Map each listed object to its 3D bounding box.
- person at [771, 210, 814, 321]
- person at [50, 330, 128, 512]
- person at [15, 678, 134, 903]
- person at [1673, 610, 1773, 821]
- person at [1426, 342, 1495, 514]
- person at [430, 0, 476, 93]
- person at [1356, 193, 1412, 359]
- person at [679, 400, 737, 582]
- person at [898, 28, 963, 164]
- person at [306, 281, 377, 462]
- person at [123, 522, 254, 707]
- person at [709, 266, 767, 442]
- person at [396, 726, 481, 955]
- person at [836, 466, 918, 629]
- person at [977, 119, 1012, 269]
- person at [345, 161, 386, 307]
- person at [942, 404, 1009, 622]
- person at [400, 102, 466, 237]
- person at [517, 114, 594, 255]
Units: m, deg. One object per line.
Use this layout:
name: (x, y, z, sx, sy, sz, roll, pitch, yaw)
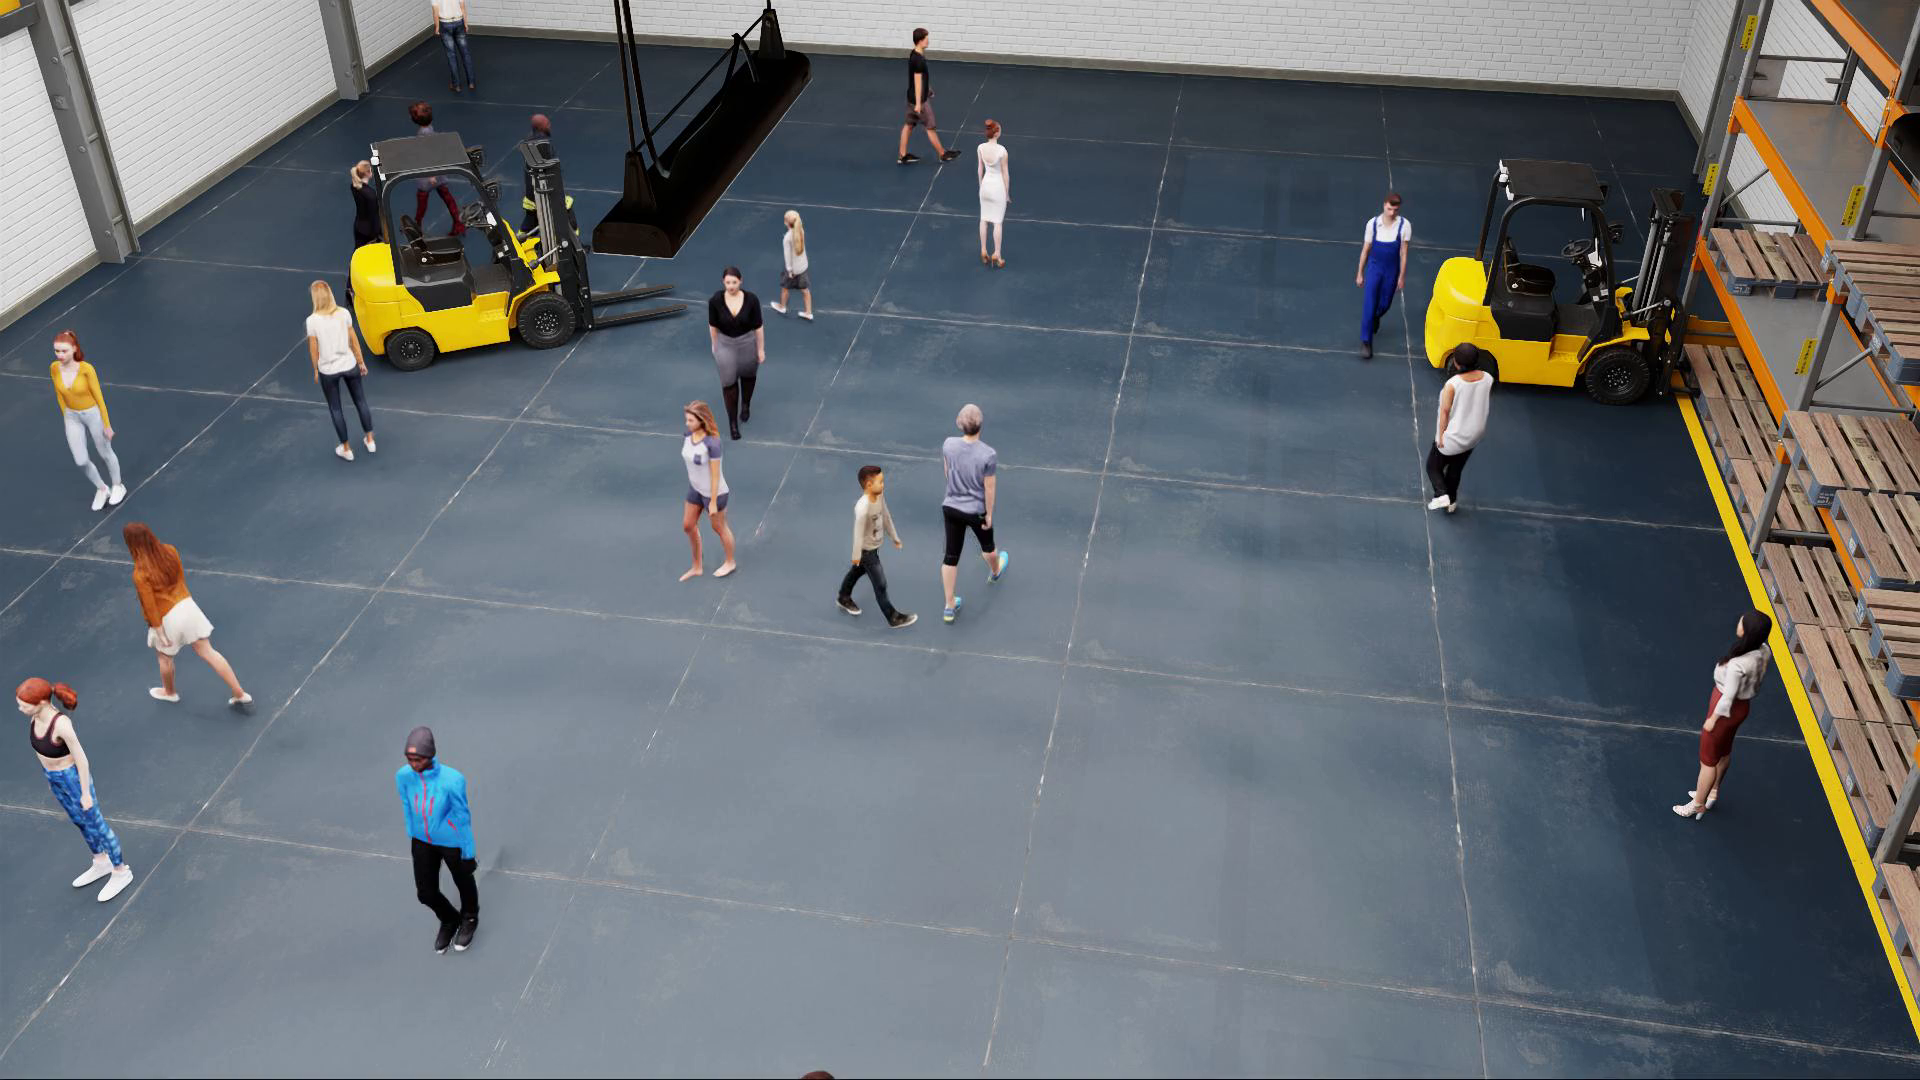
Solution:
person: (-1.768, -3.019, 18.390, 0.788, 1.252, 0.800, 26, 41, 33)
person: (-7.880, -1.120, 15.098, 0.670, 1.733, 0.691, 0, 34, 0)
person: (-5.843, 1.611, 10.940, 0.662, 1.788, 0.695, 19, 38, 26)
person: (5.327, 1.234, 11.572, 0.630, 1.716, 0.719, -27, 42, -34)
person: (4.487, -0.955, 14.901, 0.757, 1.676, 0.777, -8, 35, -12)
person: (-7.583, -7.659, 24.830, 0.750, 1.850, 0.796, -19, 38, -26)
person: (4.485, -2.869, 17.647, 0.652, 1.825, 0.944, 10, 35, 14)
person: (-2.073, -0.444, 14.097, 0.826, 1.715, 0.898, 28, 42, 35)
person: (-0.647, -5.897, 22.200, 0.982, 1.827, 1.130, -6, 34, -8)
person: (-5.869, -1.598, 15.754, 0.699, 1.803, 0.767, -23, 40, -30)
person: (-5.841, 0.605, 12.549, 0.864, 1.682, 1.115, 14, 36, 20)
person: (-2.174, -1.903, 16.285, 0.863, 1.724, 1.081, -4, 34, -6)
person: (-3.255, 1.845, 10.593, 0.643, 1.782, 0.591, 4, 34, 6)
person: (-0.812, 0.038, 13.630, 0.661, 1.430, 0.926, 11, 35, 16)
person: (0.377, -4.056, 19.462, 0.636, 1.791, 0.630, 21, 39, 29)
person: (-6.677, -3.371, 18.563, 0.896, 1.647, 1.190, 17, 37, 23)
person: (0.022, -0.181, 13.591, 0.760, 1.838, 1.194, 11, 35, 16)
person: (-6.315, -4.455, 20.159, 0.798, 1.684, 0.970, -1, 34, -1)
person: (-4.963, -4.090, 19.525, 1.288, 1.778, 1.293, -18, 38, -25)
